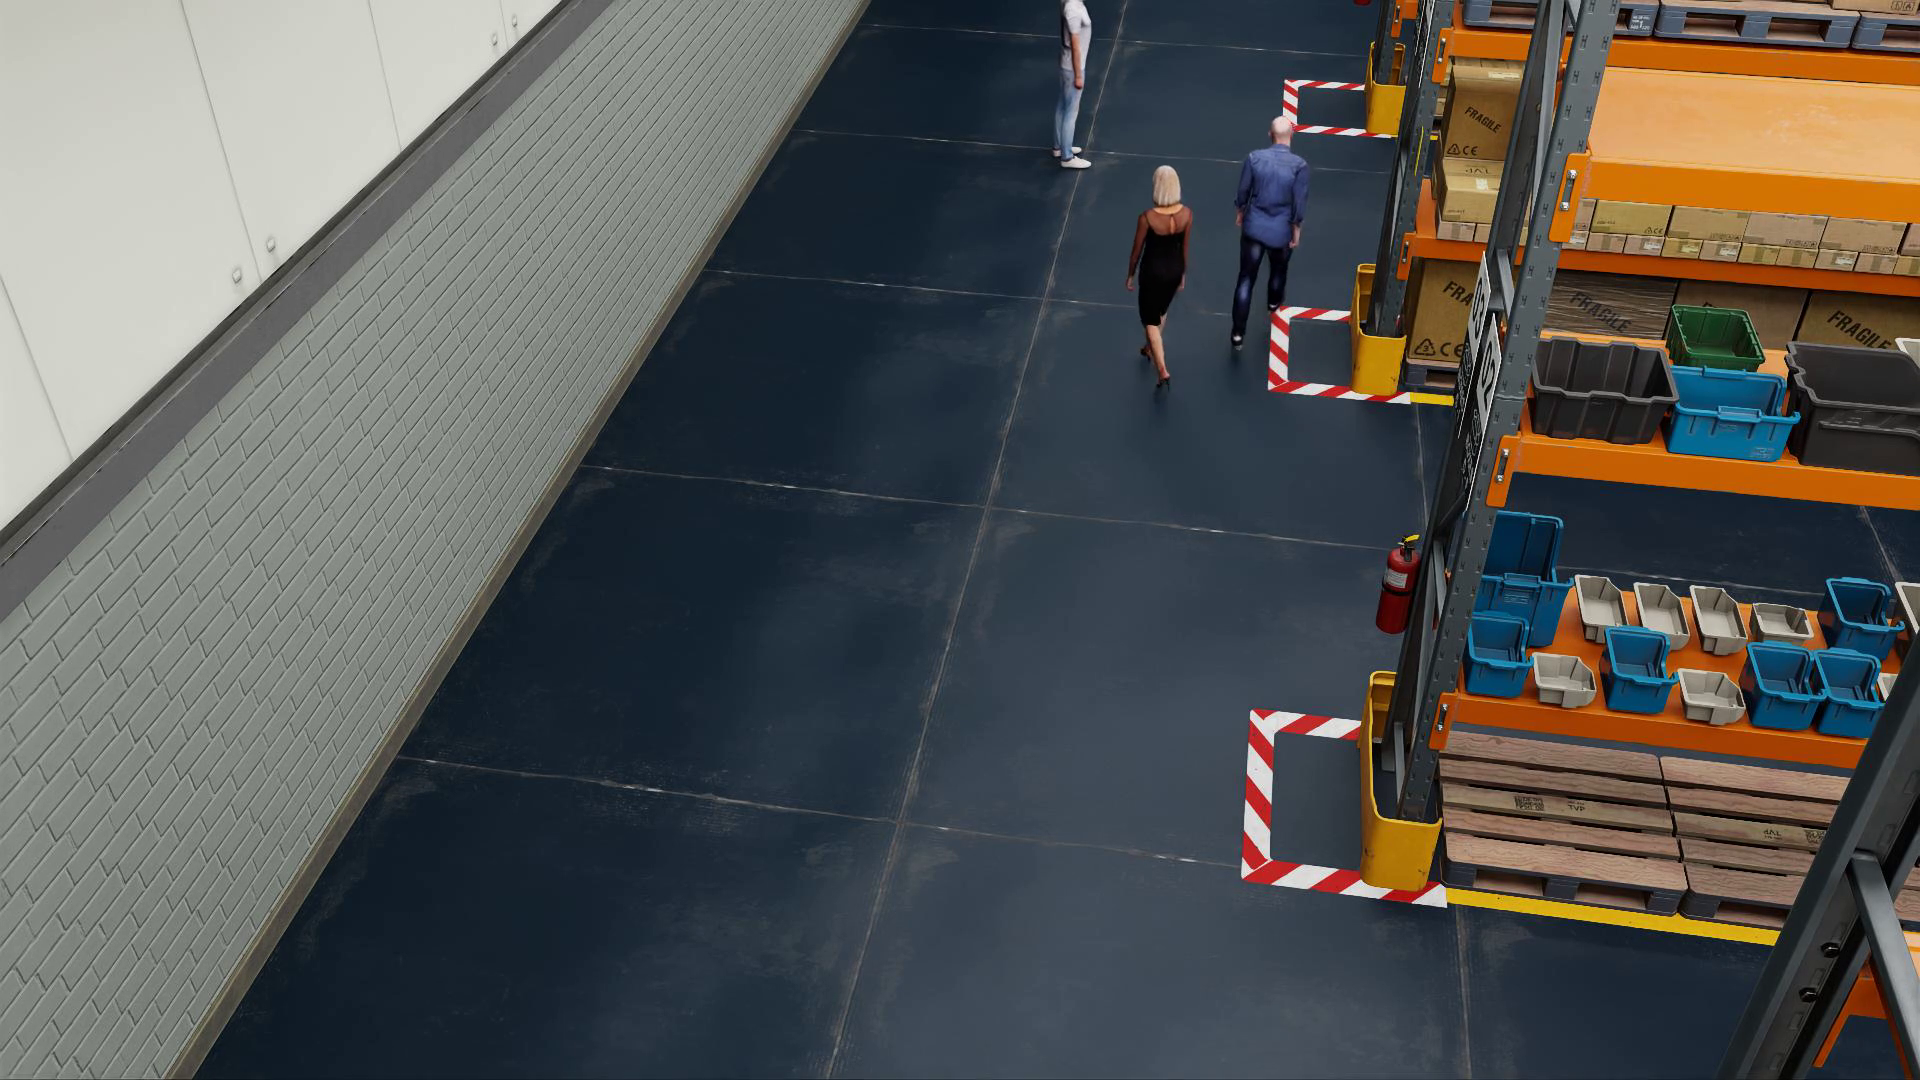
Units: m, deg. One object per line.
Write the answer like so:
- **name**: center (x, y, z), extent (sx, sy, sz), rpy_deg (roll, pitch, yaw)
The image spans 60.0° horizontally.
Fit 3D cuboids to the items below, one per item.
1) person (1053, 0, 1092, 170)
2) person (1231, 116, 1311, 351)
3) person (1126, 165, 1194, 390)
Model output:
- **person**: center (1.038, -4.418, 15.517), extent (0.656, 1.856, 0.713), rpy_deg (-5, 38, -6)
- **person**: center (2.355, -2.303, 12.812), extent (1.247, 1.762, 0.946), rpy_deg (12, 39, 15)
- **person**: center (1.500, -1.909, 12.331), extent (1.007, 1.717, 0.932), rpy_deg (-12, 39, -15)
